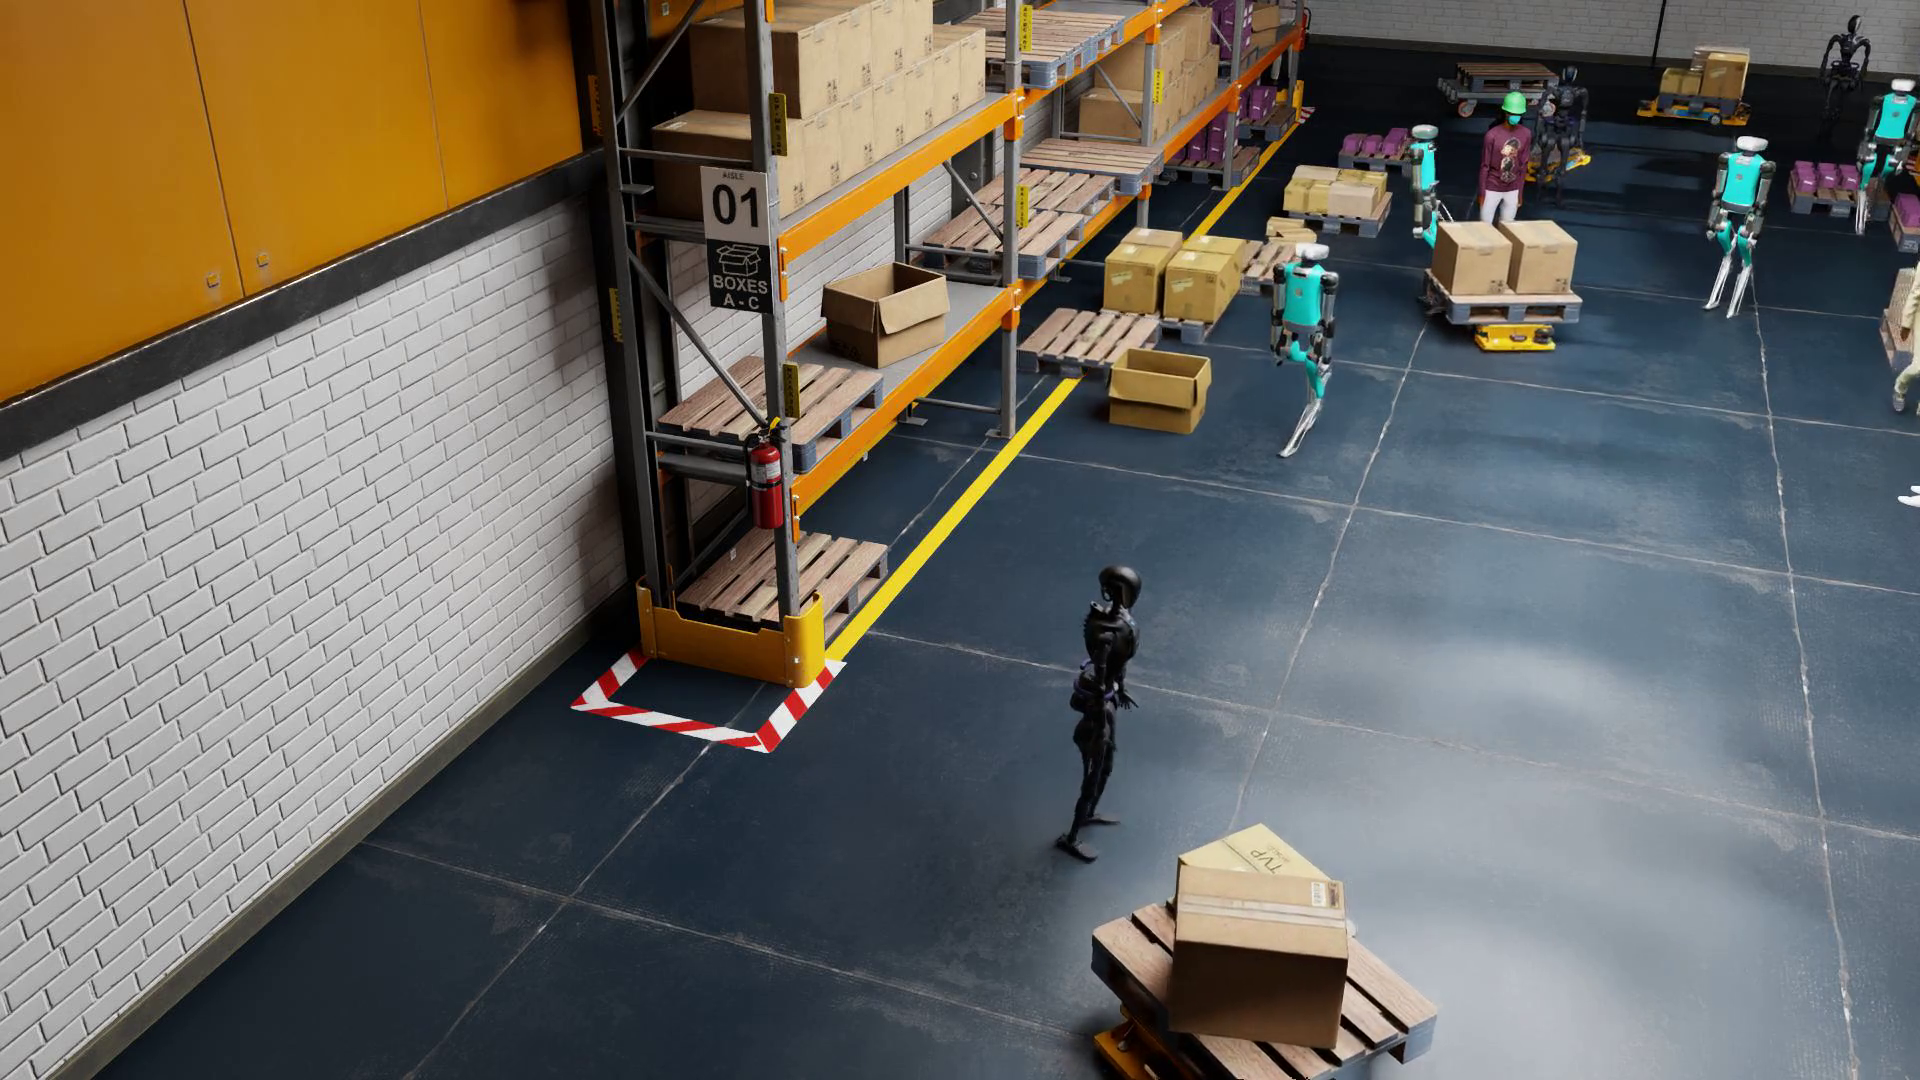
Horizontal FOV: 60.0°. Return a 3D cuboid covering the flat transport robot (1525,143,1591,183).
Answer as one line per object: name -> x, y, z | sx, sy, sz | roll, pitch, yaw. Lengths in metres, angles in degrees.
flat transport robot -> 7.358, -4.772, 21.008 | 0.659, 0.231, 1.431 | 22, 35, 36

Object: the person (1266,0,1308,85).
person -> 4.955, -7.924, 25.303 | 0.630, 1.938, 0.373 | -4, 28, -7

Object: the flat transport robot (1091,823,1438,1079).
flat transport robot -> 1.379, 2.174, 7.533 | 1.431, 0.231, 0.659 | -15, 31, -27

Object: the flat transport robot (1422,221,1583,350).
flat transport robot -> 5.127, -2.135, 15.892 | 0.659, 0.231, 1.431 | -1, 27, -1

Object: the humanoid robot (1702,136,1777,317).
humanoid robot -> 7.528, -3.023, 16.008 | 0.668, 1.786, 0.538 | -23, 35, -37

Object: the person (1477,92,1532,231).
person -> 5.480, -3.568, 16.855 | 0.480, 1.943, 0.435 | -2, 27, -3

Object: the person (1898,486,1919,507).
person -> 7.310, -1.015, 12.235 | 0.499, 1.626, 0.284 | -23, 35, -37

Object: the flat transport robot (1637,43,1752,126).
flat transport robot -> 10.406, -6.089, 23.561 | 1.431, 0.231, 0.659 | 13, 30, 24

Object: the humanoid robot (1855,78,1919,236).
humanoid robot -> 10.260, -4.308, 18.524 | 0.554, 1.775, 0.961 | 11, 29, 20

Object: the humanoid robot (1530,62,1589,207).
humanoid robot -> 6.972, -4.723, 19.367 | 0.609, 1.657, 0.307 | 4, 27, 7

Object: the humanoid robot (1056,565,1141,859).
humanoid robot -> 0.731, 0.847, 8.575 | 0.346, 1.643, 0.589 | 7, 28, 13

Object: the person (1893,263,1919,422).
person -> 8.000, -1.764, 13.575 | 0.568, 1.734, 0.441 | 4, 28, 7

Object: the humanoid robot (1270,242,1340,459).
humanoid robot -> 2.823, -1.575, 13.251 | 0.530, 1.774, 1.006 | 19, 33, 32

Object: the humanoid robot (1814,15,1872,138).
humanoid robot -> 11.783, -6.187, 22.237 | 0.610, 1.641, 0.482 | 18, 32, 31

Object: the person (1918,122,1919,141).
person -> 13.109, -6.272, 22.199 | 0.429, 1.846, 0.623 | 7, 28, 14

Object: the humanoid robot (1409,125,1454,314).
humanoid robot -> 4.691, -3.092, 16.157 | 0.840, 1.781, 0.620 | 13, 30, 24

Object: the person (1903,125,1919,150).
person -> 12.870, -5.932, 21.688 | 0.863, 1.706, 0.570 | -3, 27, -5
